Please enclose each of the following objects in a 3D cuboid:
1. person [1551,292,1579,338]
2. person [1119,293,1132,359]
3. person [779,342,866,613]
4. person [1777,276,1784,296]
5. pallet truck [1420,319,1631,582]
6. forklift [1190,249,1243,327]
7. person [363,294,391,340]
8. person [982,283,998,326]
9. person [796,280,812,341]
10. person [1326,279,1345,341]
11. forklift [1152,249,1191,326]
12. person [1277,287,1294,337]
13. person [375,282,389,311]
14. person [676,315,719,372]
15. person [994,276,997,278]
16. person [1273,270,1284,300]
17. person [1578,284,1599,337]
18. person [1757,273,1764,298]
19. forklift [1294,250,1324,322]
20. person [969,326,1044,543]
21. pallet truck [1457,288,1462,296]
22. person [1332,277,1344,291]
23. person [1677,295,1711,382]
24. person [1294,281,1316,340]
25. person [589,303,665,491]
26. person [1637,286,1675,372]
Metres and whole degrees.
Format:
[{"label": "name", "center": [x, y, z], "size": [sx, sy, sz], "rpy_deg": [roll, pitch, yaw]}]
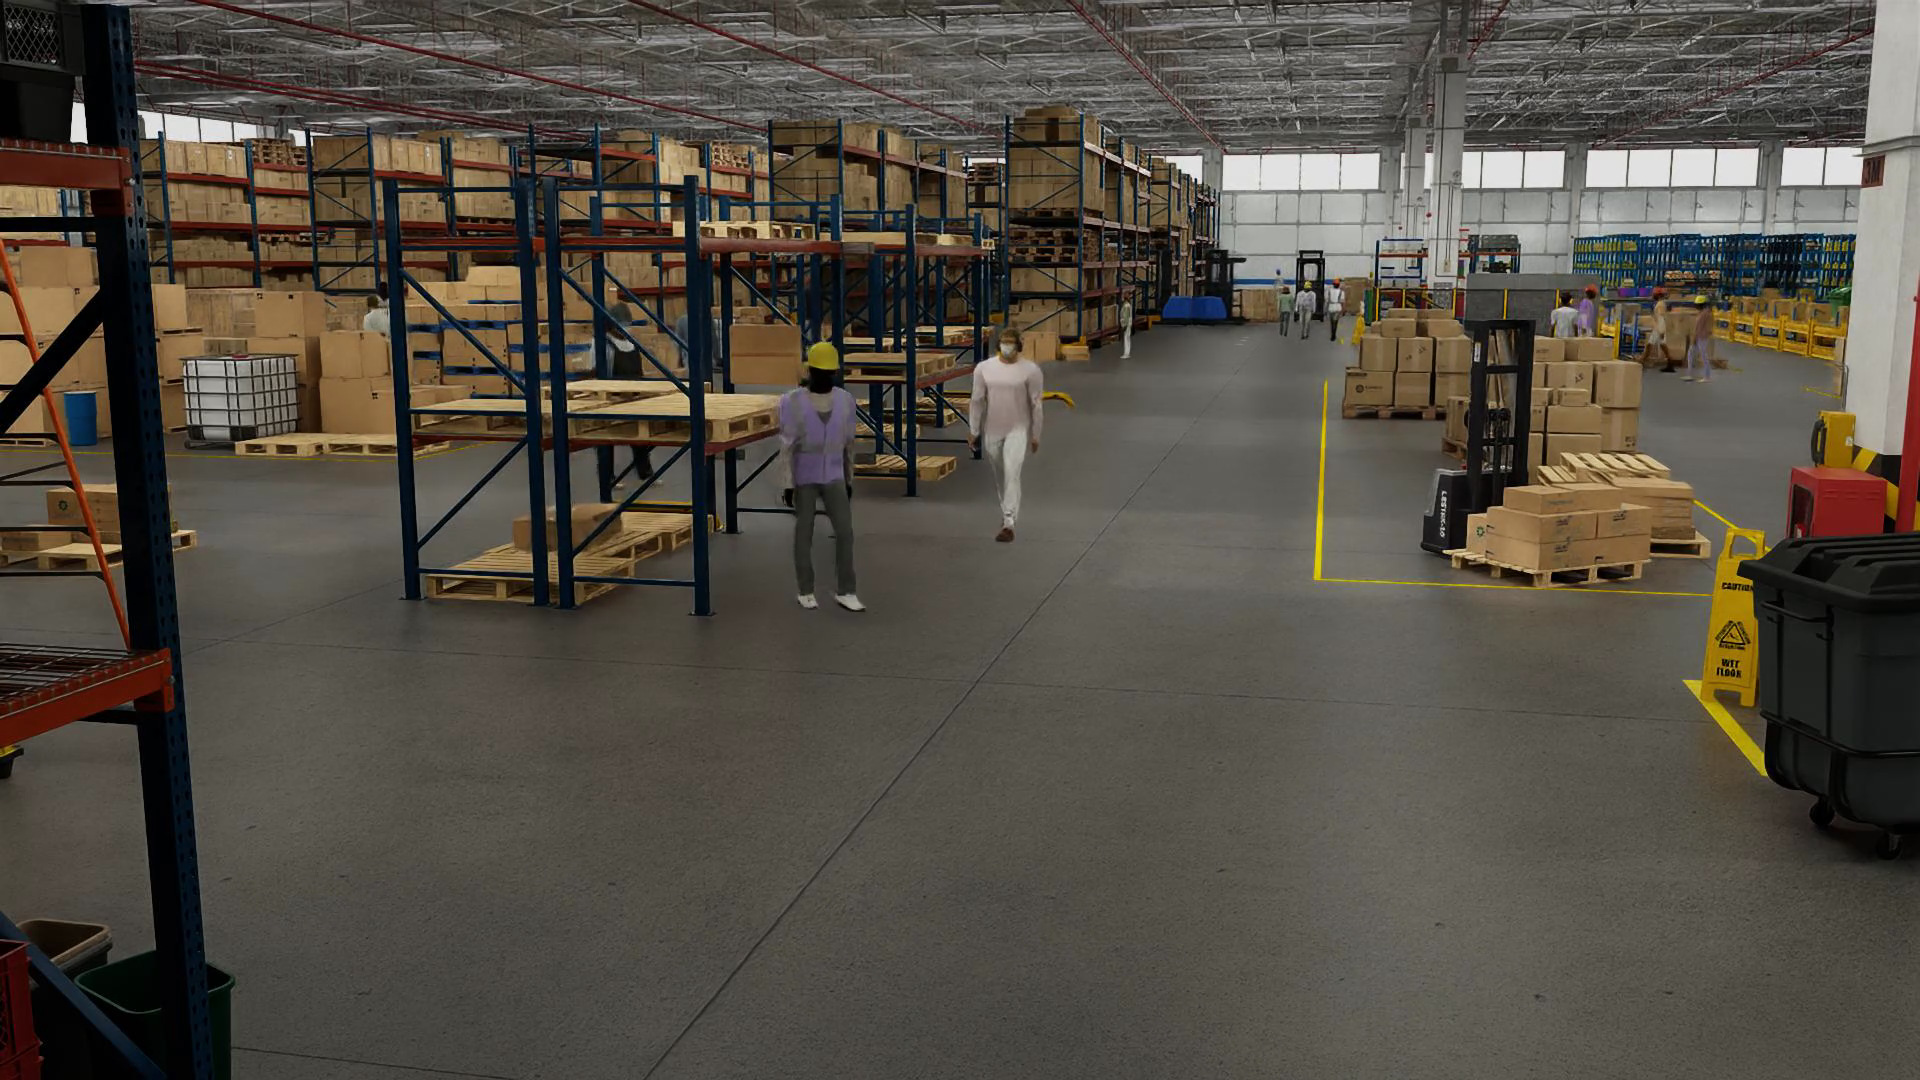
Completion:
[{"label": "person", "center": [11.275, -3.688, 31.054], "size": [0.518, 1.865, 0.328], "rpy_deg": [5, 11, 26]}, {"label": "person", "center": [4.137, -5.326, 41.423], "size": [0.309, 1.637, 0.513], "rpy_deg": [1, 10, 4]}, {"label": "person", "center": [-0.959, -0.422, 11.616], "size": [0.613, 1.899, 0.771], "rpy_deg": [-4, 11, -25]}, {"label": "person", "center": [39.584, -12.001, 80.438], "size": [0.747, 1.802, 0.612], "rpy_deg": [3, 10, 17]}, {"label": "pallet truck", "center": [4.543, -0.757, 13.299], "size": [0.823, 1.965, 1.885], "rpy_deg": [-4, 10, -22]}, {"label": "forklift", "center": [9.387, -9.283, 61.173], "size": [1.873, 2.768, 1.129], "rpy_deg": [-7, 12, -34]}, {"label": "person", "center": [-9.809, -3.192, 28.044], "size": [1.005, 1.896, 0.645], "rpy_deg": [2, 10, 11]}, {"label": "person", "center": [1.084, -8.747, 61.774], "size": [0.703, 1.603, 0.521], "rpy_deg": [4, 10, 22]}, {"label": "person", "center": [-3.913, -5.481, 41.346], "size": [0.859, 1.961, 0.614], "rpy_deg": [-2, 10, -14]}, {"label": "person", "center": [11.452, -7.021, 50.738], "size": [0.564, 1.889, 1.011], "rpy_deg": [4, 10, 22]}, {"label": "forklift", "center": [7.646, -9.320, 61.395], "size": [1.873, 2.768, 1.129], "rpy_deg": [2, 10, 11]}, {"label": "person", "center": [10.429, -7.311, 53.303], "size": [0.527, 1.582, 0.856], "rpy_deg": [1, 10, 7]}, {"label": "person", "center": [-14.520, -5.555, 41.976], "size": [0.587, 1.911, 0.397], "rpy_deg": [-5, 11, -27]}, {"label": "person", "center": [-4.175, -2.930, 26.519], "size": [0.655, 1.885, 1.041], "rpy_deg": [1, 10, 6]}, {"label": "person", "center": [1.879, -13.481, 89.405], "size": [0.591, 1.733, 0.665], "rpy_deg": [2, 10, 10]}, {"label": "person", "center": [17.104, -13.619, 89.724], "size": [0.644, 1.901, 0.955], "rpy_deg": [-8, 12, -38]}, {"label": "person", "center": [14.234, -4.892, 38.056], "size": [0.765, 1.911, 0.572], "rpy_deg": [8, 12, 39]}, {"label": "person", "center": [38.776, -12.048, 80.774], "size": [1.002, 1.782, 0.572], "rpy_deg": [3, 10, 17]}, {"label": "forklift", "center": [13.778, -10.002, 65.433], "size": [1.129, 2.768, 1.873], "rpy_deg": [2, 10, 12]}, {"label": "person", "center": [0.437, -0.967, 14.893], "size": [0.639, 1.895, 1.041], "rpy_deg": [3, 10, 17]}, {"label": "pallet truck", "center": [20.506, -9.785, 68.819], "size": [0.653, 1.274, 1.630], "rpy_deg": [2, 10, 12]}, {"label": "person", "center": [16.194, -10.422, 71.342], "size": [0.542, 1.712, 0.903], "rpy_deg": [-2, 10, -9]}, {"label": "person", "center": [14.856, -4.054, 33.589], "size": [0.746, 1.741, 0.530], "rpy_deg": [3, 10, 16]}, {"label": "person", "center": [10.598, -7.048, 51.140], "size": [0.605, 1.790, 0.849], "rpy_deg": [4, 10, 21]}, {"label": "person", "center": [-3.525, -1.514, 17.656], "size": [0.832, 2.000, 0.713], "rpy_deg": [6, 11, 31]}, {"label": "person", "center": [15.232, -4.612, 36.444], "size": [1.013, 1.881, 0.567], "rpy_deg": [5, 11, 25]}]
